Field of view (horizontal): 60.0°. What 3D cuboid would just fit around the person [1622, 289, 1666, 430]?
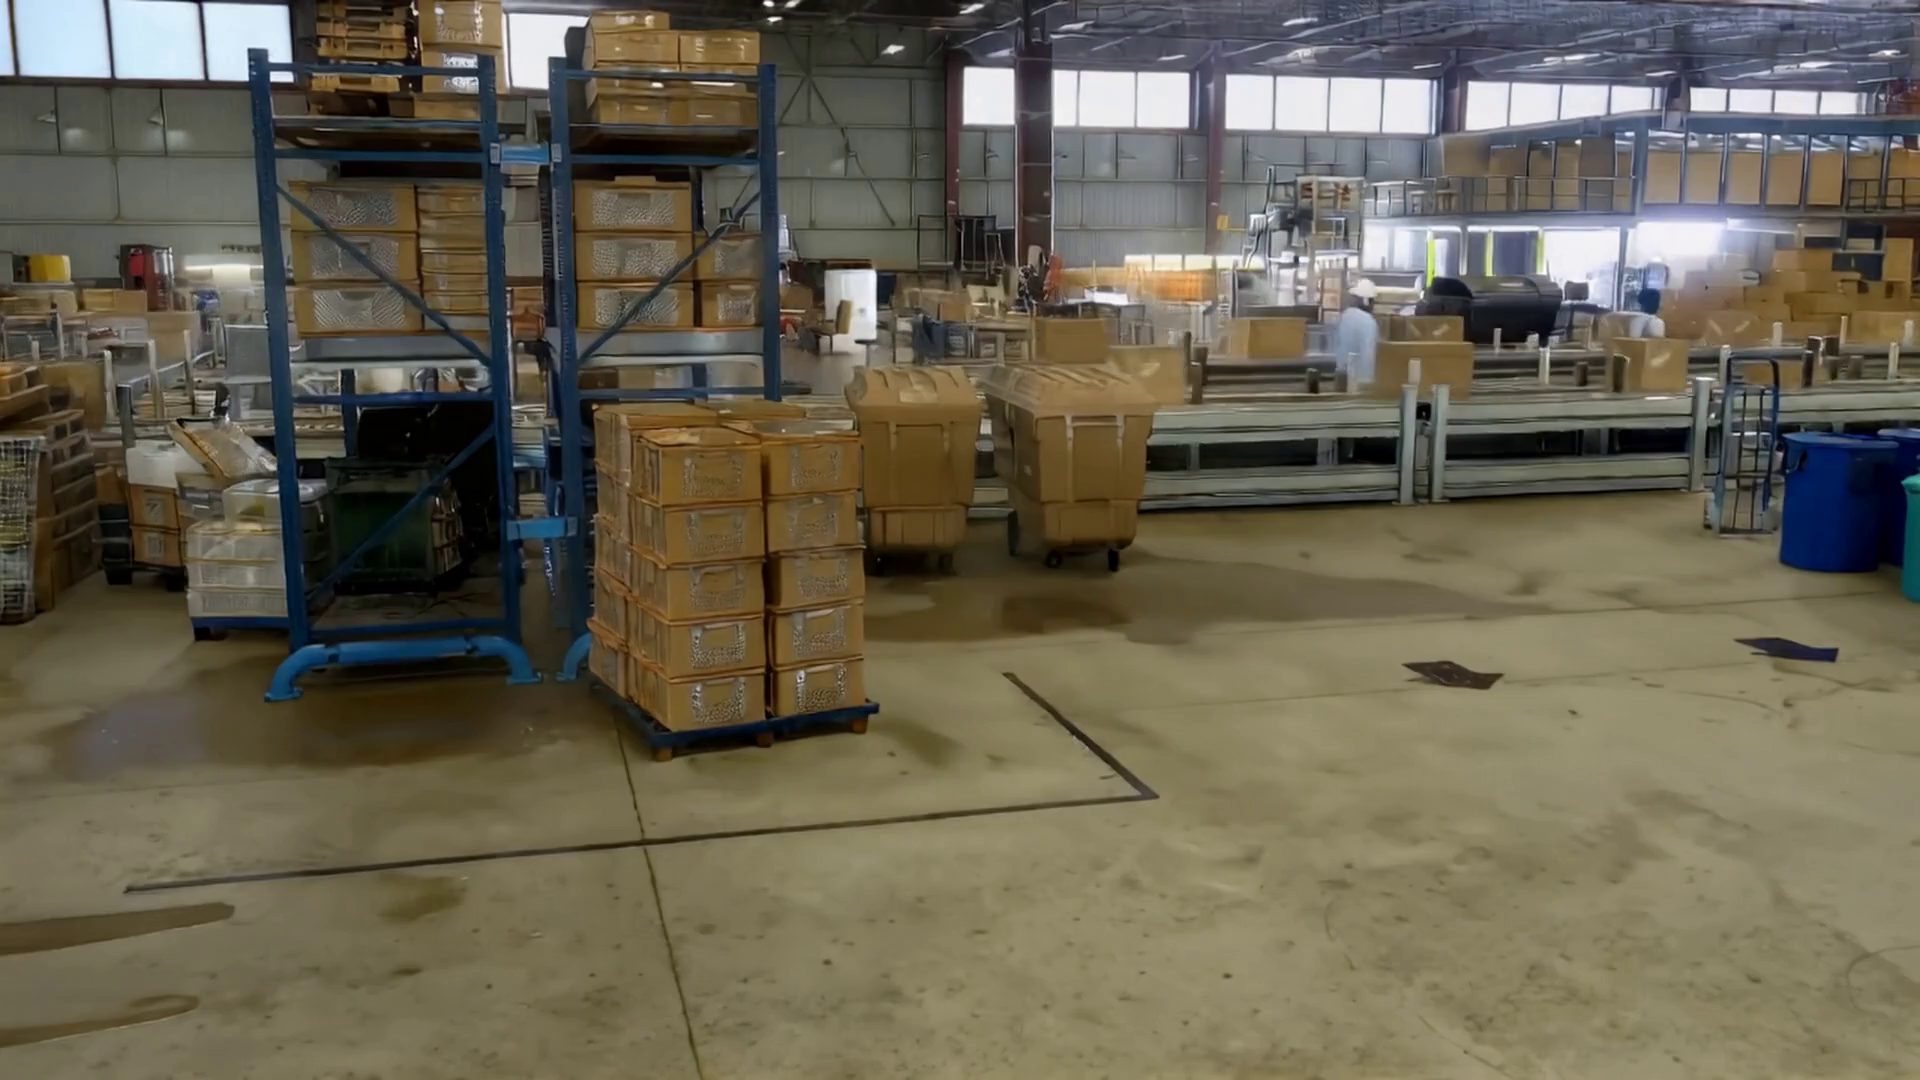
[{"bbox_3d":[7.387,-1.840,17.784,0.756,1.667,0.547,-2,10,-12],"label":"person"}]

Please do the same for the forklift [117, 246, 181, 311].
[{"bbox_3d":[-19.966,-6.232,40.894,1.157,1.987,2.680,-3,10,-15],"label":"forklift"}]

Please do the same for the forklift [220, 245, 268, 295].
[{"bbox_3d":[-17.749,-6.334,41.440,1.157,1.987,2.680,-3,10,-17],"label":"forklift"}]

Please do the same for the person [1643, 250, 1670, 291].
[{"bbox_3d":[17.340,-6.198,41.448,0.605,2.034,0.397,4,11,24],"label":"person"}]

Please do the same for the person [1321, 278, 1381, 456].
[{"bbox_3d":[3.863,-1.624,16.153,0.428,1.821,0.592,-2,10,-13],"label":"person"}]

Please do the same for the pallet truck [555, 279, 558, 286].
[{"bbox_3d":[-10.604,-6.375,44.520,0.653,1.274,1.630,-3,10,-15],"label":"pallet truck"}]

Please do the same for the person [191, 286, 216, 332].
[{"bbox_3d":[-16.800,-5.276,36.959,0.405,1.792,0.735,2,10,13],"label":"person"}]

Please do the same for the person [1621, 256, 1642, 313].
[{"bbox_3d":[19.460,-7.309,48.305,0.593,1.859,0.633,-1,10,-3],"label":"person"}]
